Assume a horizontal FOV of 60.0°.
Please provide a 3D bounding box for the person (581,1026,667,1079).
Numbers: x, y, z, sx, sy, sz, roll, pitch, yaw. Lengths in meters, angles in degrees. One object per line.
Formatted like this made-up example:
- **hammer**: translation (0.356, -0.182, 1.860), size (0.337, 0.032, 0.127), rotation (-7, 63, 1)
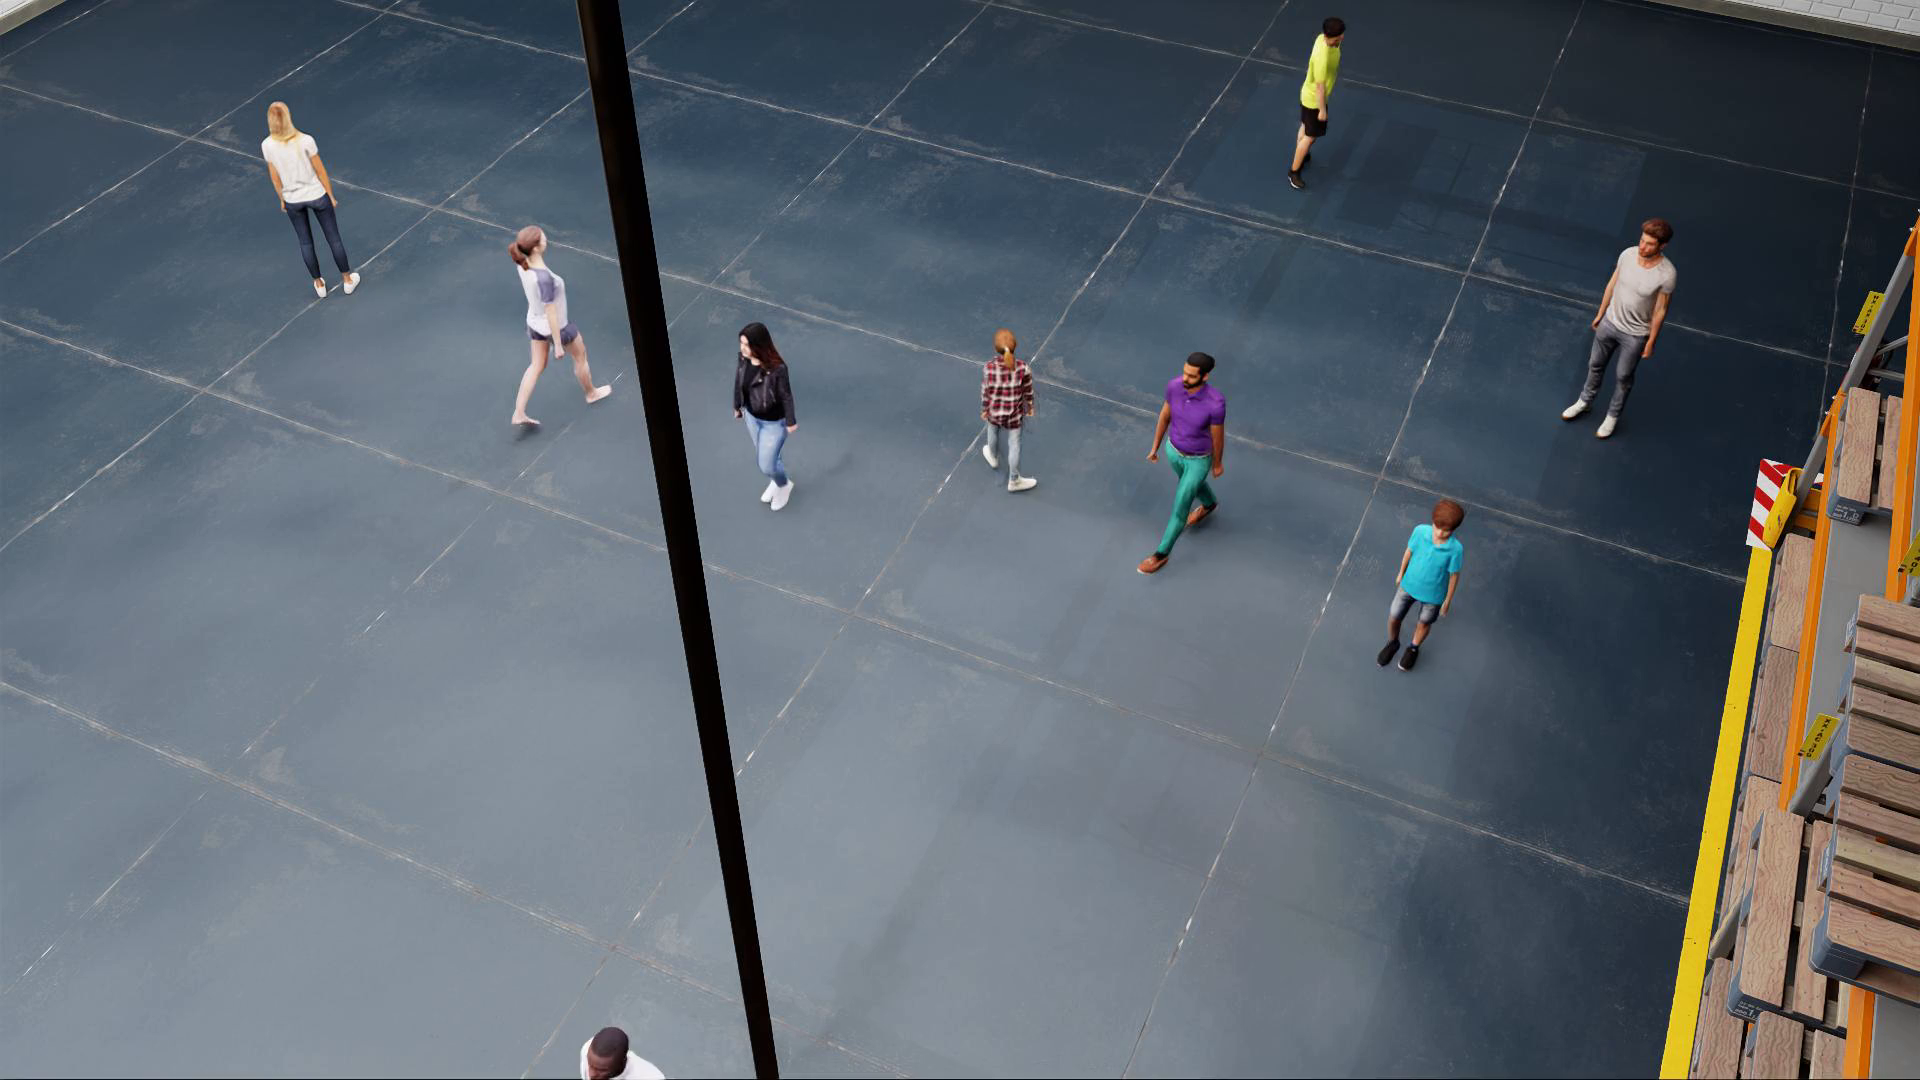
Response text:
- **person**: translation (-1.503, 2.782, 8.021), size (0.770, 1.810, 1.147), rotation (25, 49, 24)

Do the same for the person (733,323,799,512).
- **person**: translation (-1.349, -0.927, 12.050), size (0.723, 1.623, 0.694), rotation (29, 51, 27)

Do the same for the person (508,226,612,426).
- **person**: translation (-3.209, -1.587, 12.667), size (0.815, 1.728, 1.170), rotation (32, 52, 29)

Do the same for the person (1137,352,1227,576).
- **person**: translation (1.674, -0.639, 11.680), size (1.289, 1.717, 0.947), rotation (-33, 52, -29)

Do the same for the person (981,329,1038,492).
- **person**: translation (0.348, -0.946, 12.318), size (0.718, 1.281, 0.795), rotation (7, 44, 7)

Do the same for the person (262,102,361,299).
- **person**: translation (-5.467, -2.842, 13.925), size (0.670, 1.809, 0.697), rotation (-8, 44, -9)

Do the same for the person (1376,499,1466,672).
- **person**: translation (3.083, 0.254, 10.940), size (0.585, 1.444, 0.592), rotation (26, 49, 24)

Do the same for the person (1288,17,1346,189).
- **person**: translation (3.283, -4.138, 15.385), size (0.903, 1.673, 0.594), rotation (-3, 44, -3)

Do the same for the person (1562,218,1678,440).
- **person**: translation (5.061, -1.633, 12.598), size (0.752, 1.889, 0.759), rotation (-28, 50, -26)
